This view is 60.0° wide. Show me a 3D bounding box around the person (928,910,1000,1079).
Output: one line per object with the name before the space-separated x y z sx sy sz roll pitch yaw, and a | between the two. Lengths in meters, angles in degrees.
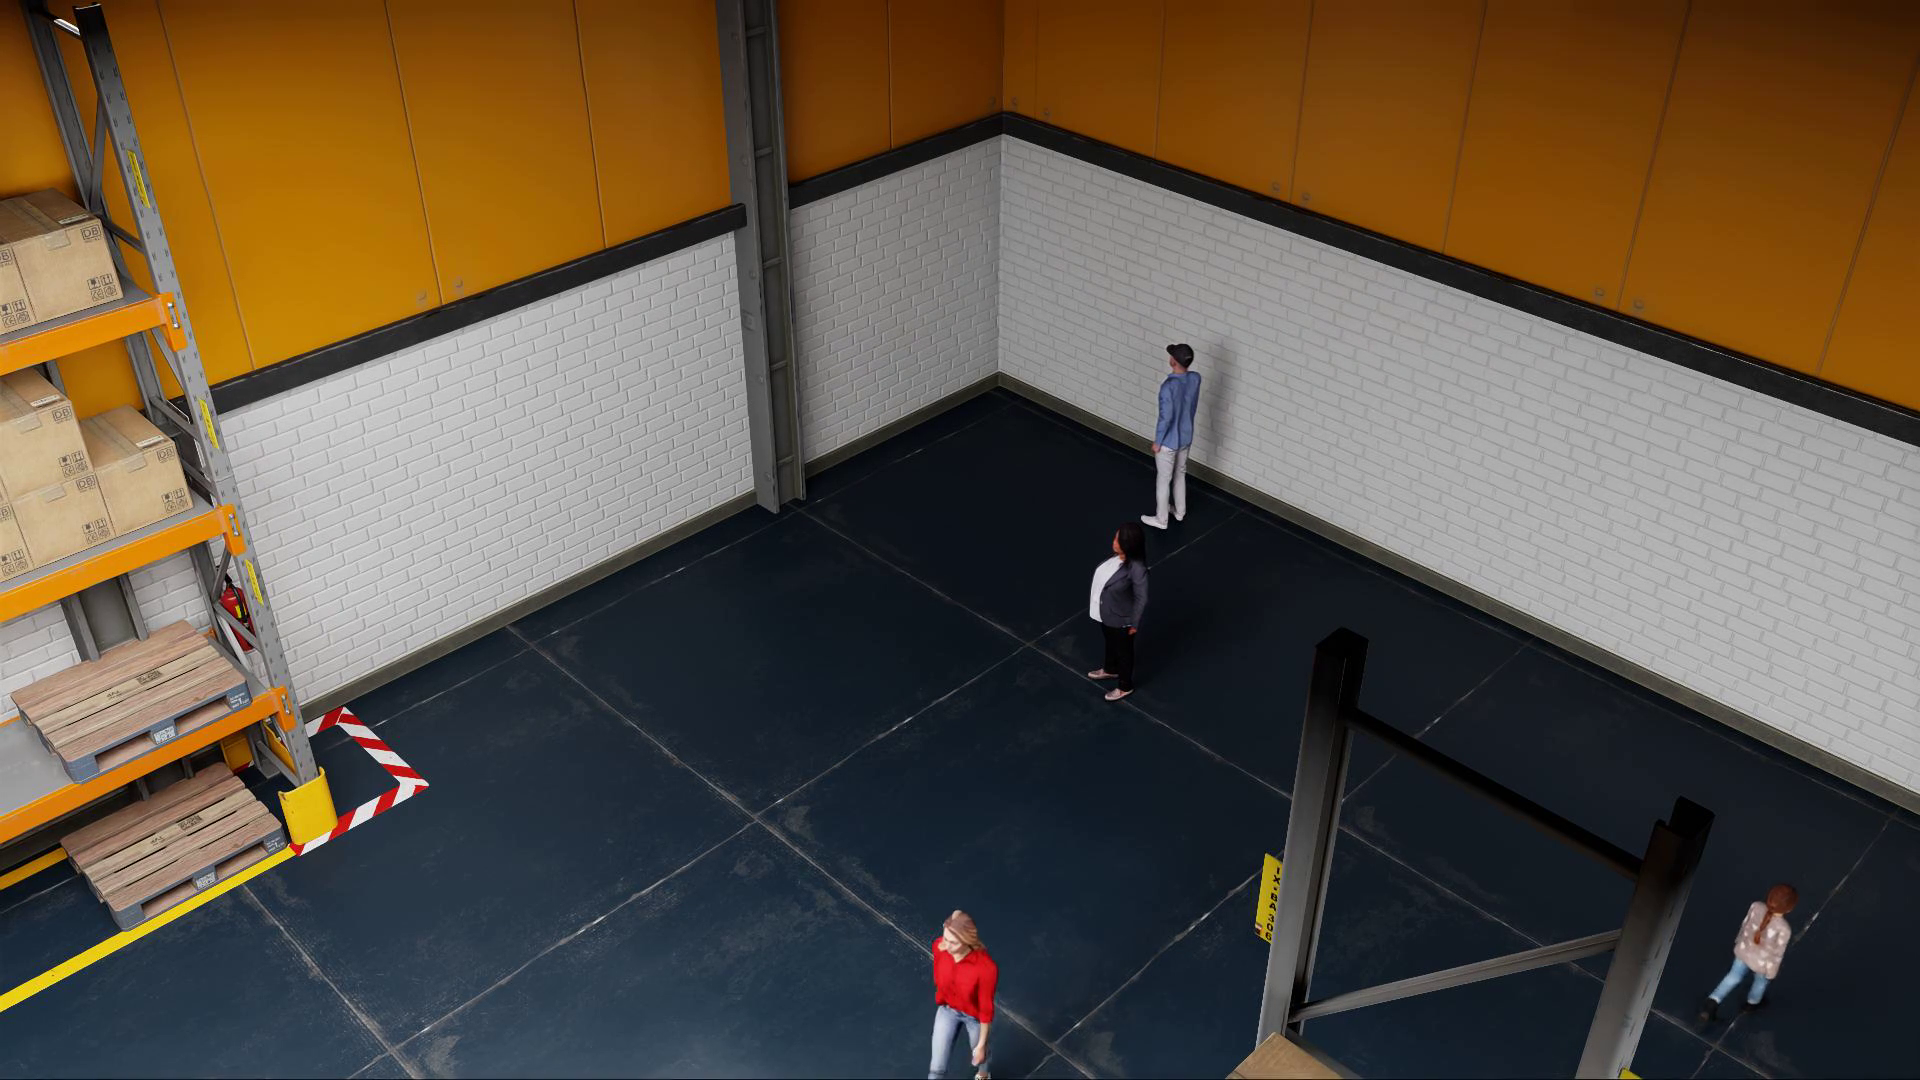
person | 0.086 2.760 9.821 0.797 1.675 1.058 17 37 24

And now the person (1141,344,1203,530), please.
person | 1.961 -0.958 15.222 0.517 1.888 0.714 -26 41 -33

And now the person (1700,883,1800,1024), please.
person | 4.986 2.618 10.482 0.865 1.179 0.637 -16 37 -23

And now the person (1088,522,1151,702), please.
person | 1.272 0.548 13.219 0.800 1.597 0.780 -12 35 -17
